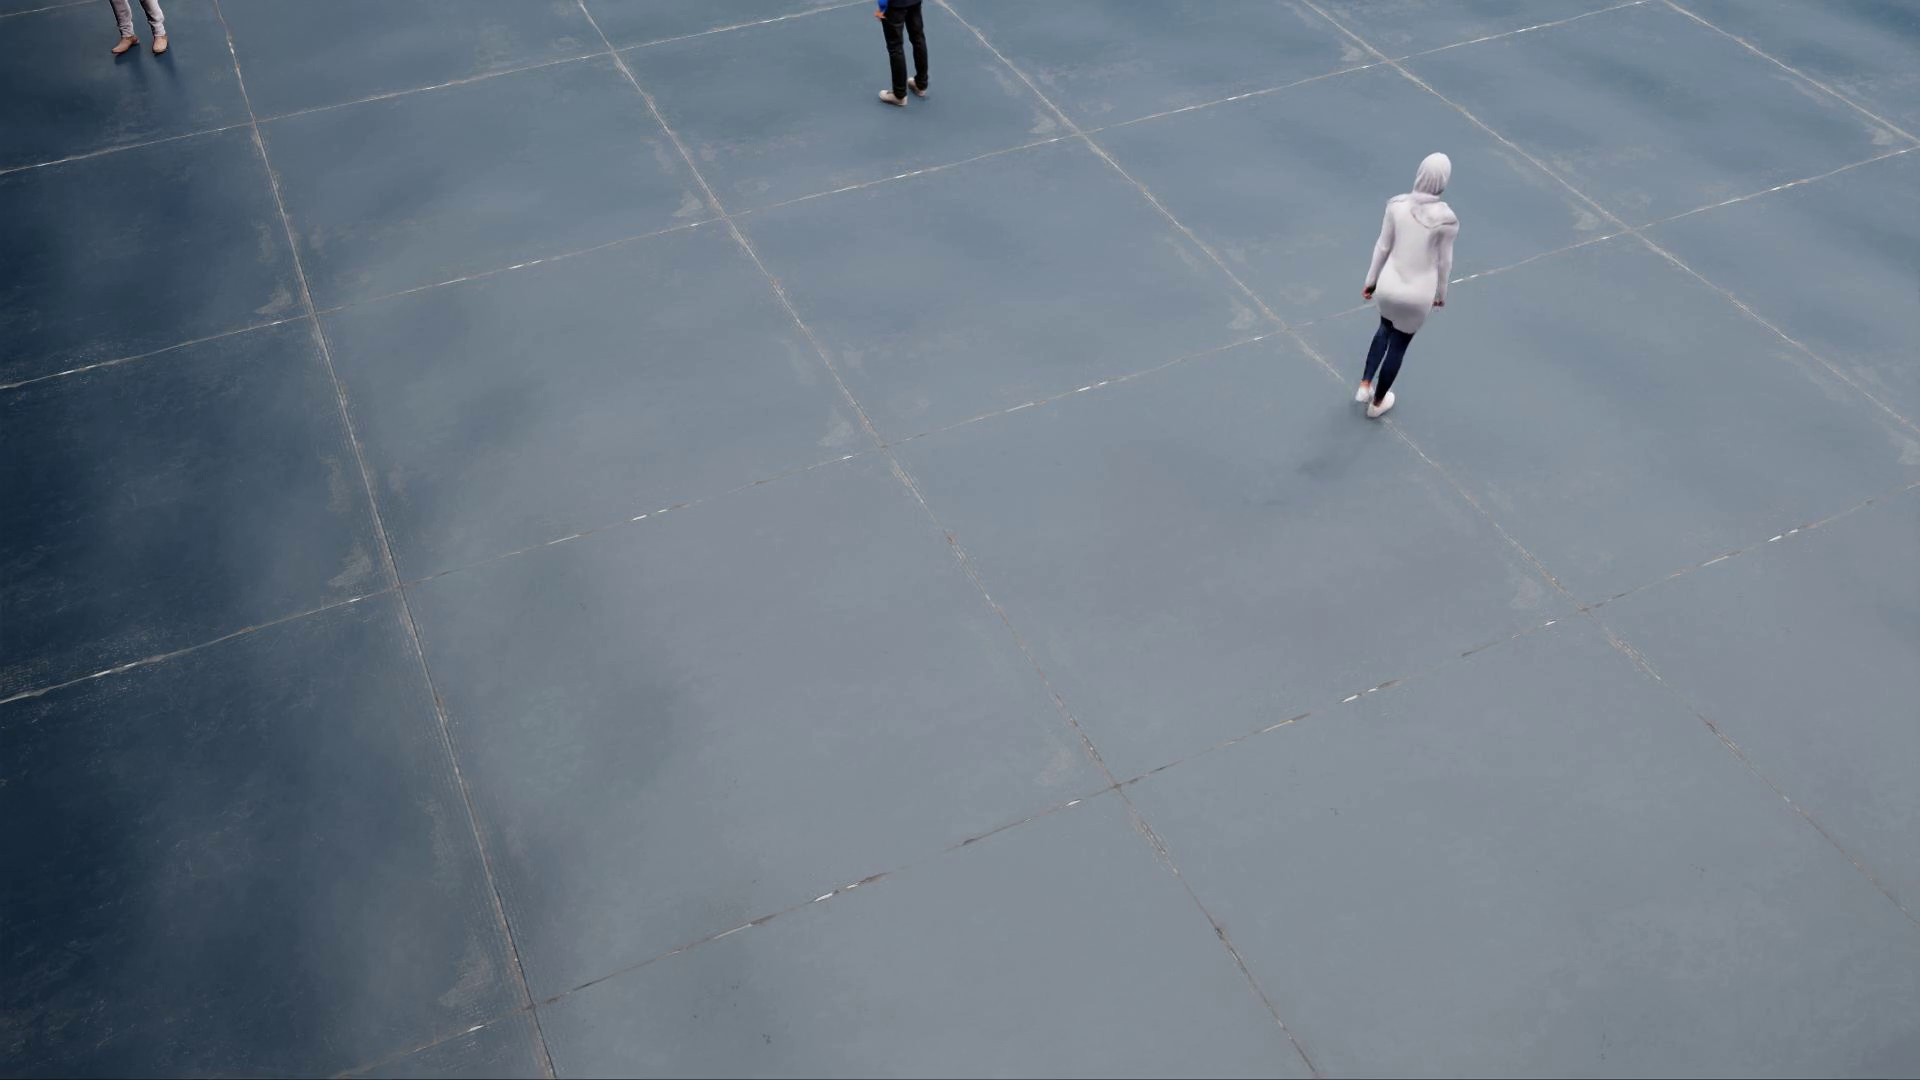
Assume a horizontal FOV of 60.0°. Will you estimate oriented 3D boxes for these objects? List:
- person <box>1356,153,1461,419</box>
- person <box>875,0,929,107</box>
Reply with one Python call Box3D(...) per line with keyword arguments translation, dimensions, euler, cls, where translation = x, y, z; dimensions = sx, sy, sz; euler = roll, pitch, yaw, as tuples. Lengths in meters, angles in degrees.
Box3D(translation=(2.644, -1.445, 10.042), dimensions=(0.695, 1.756, 0.784), euler=(30, 50, 29), cls="person")
Box3D(translation=(-0.467, -4.338, 13.226), dimensions=(0.690, 1.756, 0.629), euler=(-31, 51, -30), cls="person")
